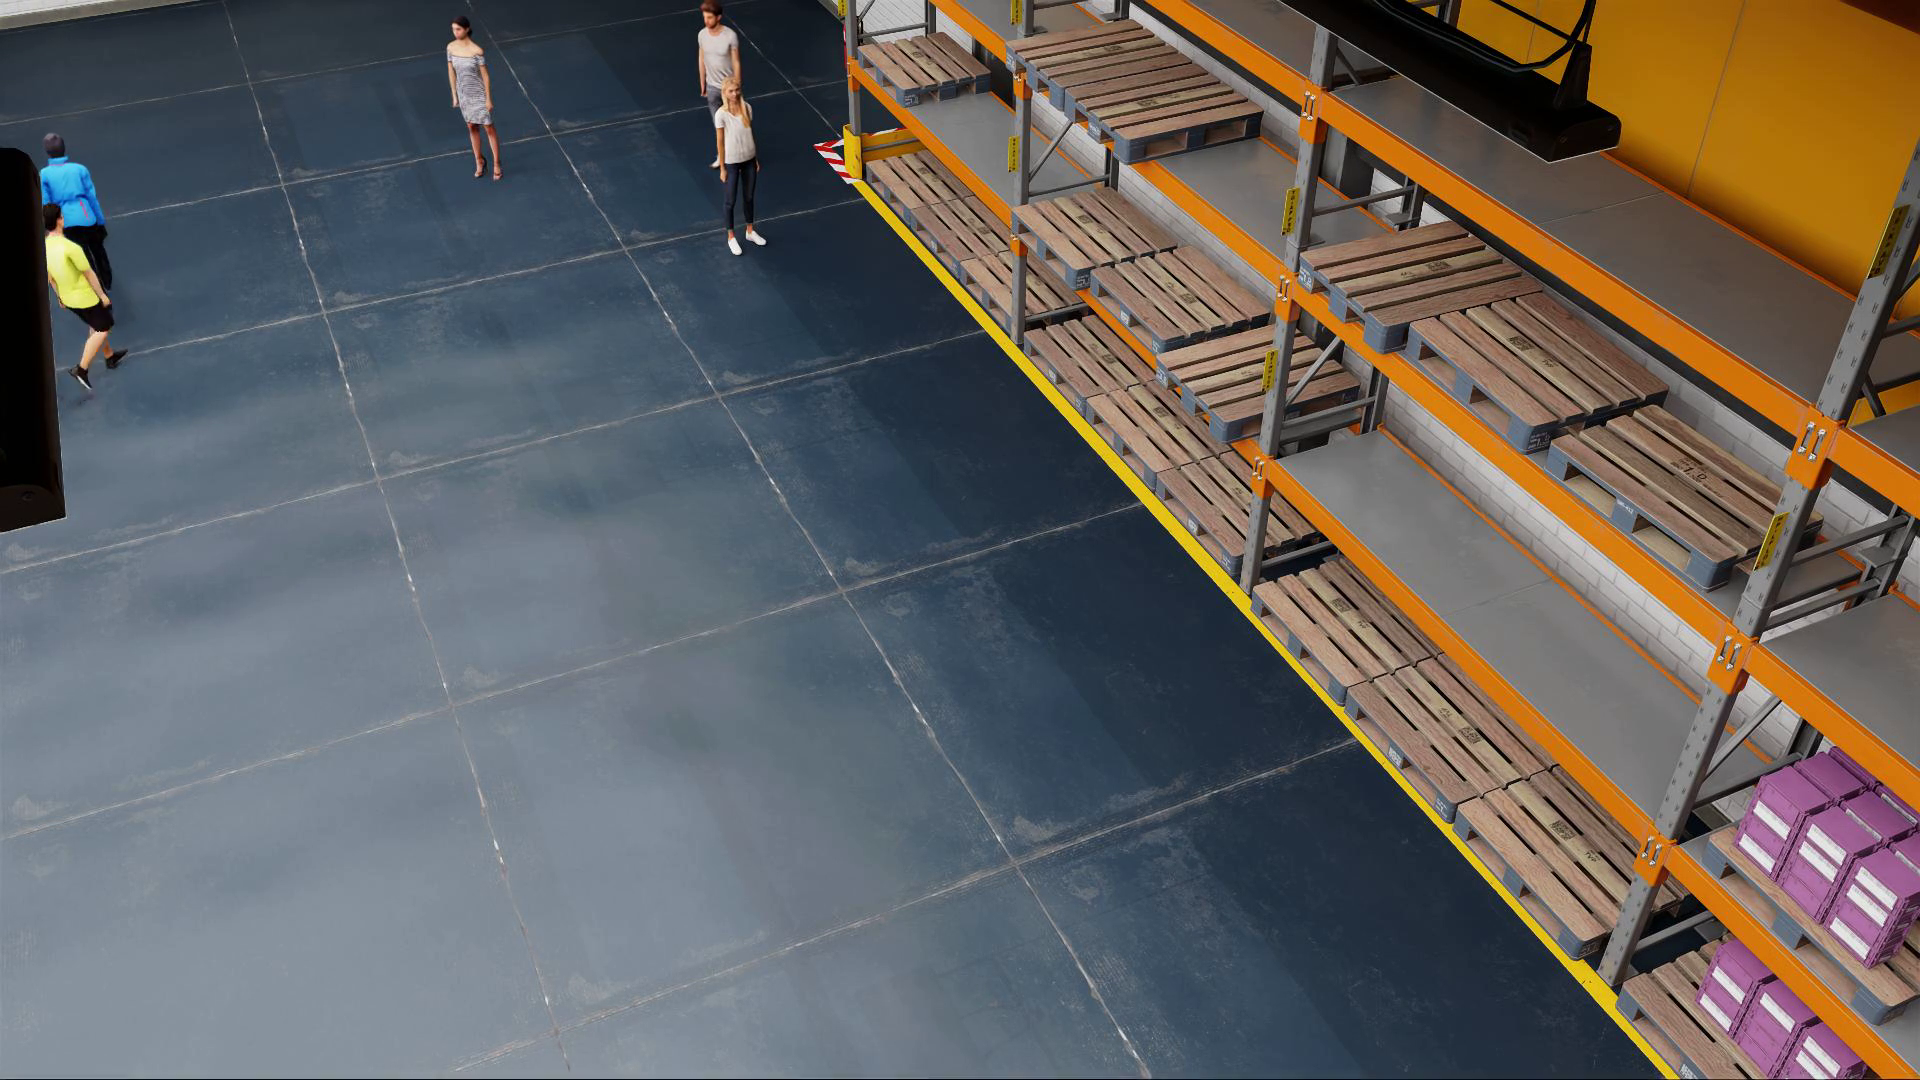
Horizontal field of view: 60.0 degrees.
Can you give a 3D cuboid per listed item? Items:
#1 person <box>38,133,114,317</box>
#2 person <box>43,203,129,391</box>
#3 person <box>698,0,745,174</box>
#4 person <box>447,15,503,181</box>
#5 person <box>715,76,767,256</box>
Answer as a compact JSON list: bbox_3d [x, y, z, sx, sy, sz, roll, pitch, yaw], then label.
[{"bbox_3d":[-8.250,-2.904,15.593,0.797,1.752,1.228,-25,45,-28],"label":"person"},{"bbox_3d":[-7.806,-2.128,14.673,1.009,1.687,1.053,13,40,16],"label":"person"},{"bbox_3d":[-2.562,-4.934,18.028,0.754,1.886,0.812,12,40,15],"label":"person"},{"bbox_3d":[-5.199,-4.740,17.835,0.683,1.822,0.717,8,39,10],"label":"person"},{"bbox_3d":[-2.224,-3.761,16.621,0.655,1.809,0.587,-28,46,-30],"label":"person"}]
